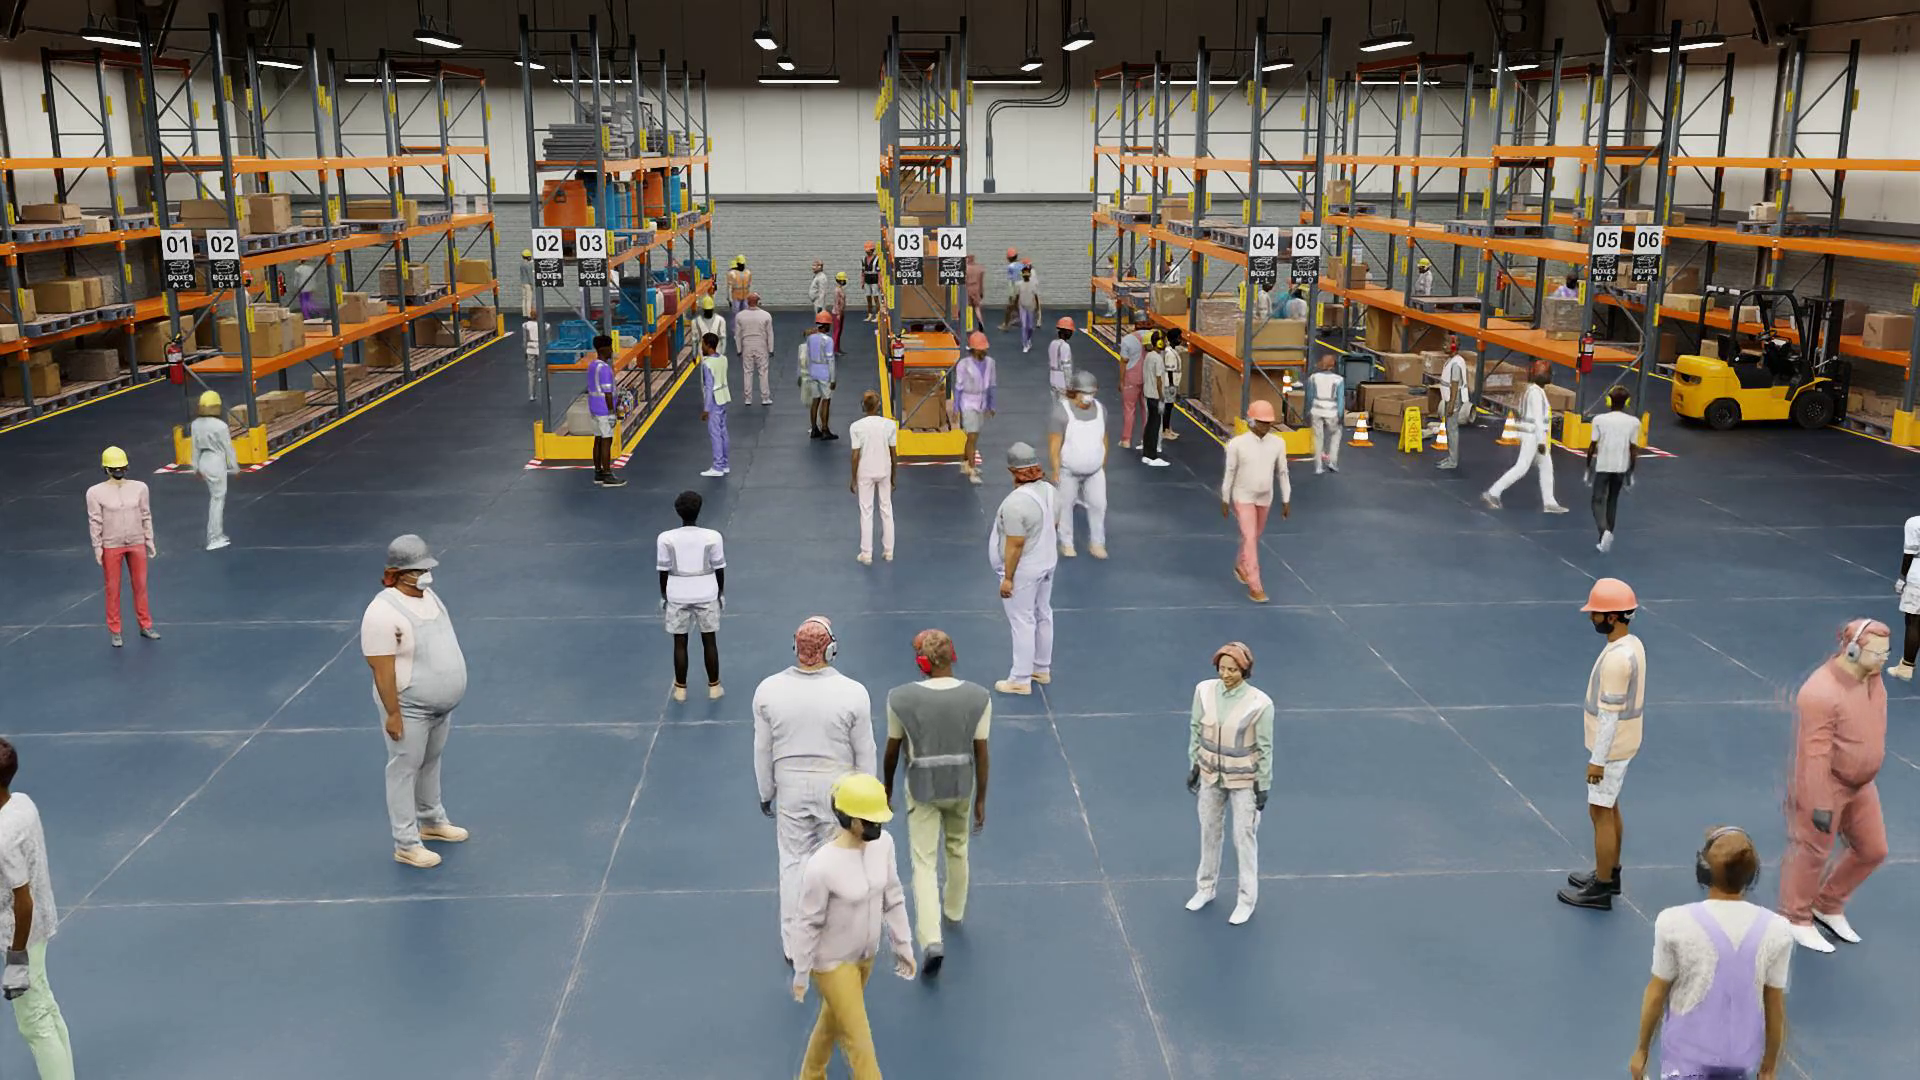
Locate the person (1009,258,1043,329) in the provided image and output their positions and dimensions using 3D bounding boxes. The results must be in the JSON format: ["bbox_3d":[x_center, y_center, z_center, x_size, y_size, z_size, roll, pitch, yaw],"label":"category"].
[{"bbox_3d":[1.618,-5.974,40.292,0.894,1.697,0.569,9,16,34],"label":"person"}]

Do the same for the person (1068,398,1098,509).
[{"bbox_3d":[1.506,-1.193,20.170,0.306,1.643,0.523,-12,18,-40],"label":"person"}]

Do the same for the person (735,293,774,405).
[{"bbox_3d":[-3.481,-3.247,28.309,0.651,1.906,0.403,0,13,2],"label":"person"}]

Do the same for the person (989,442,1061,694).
[{"bbox_3d":[0.490,0.213,13.364,0.536,2.000,0.681,9,16,33],"label":"person"}]

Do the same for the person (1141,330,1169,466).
[{"bbox_3d":[2.701,-1.956,22.932,0.310,1.864,0.533,-3,14,-12],"label":"person"}]

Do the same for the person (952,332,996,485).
[{"bbox_3d":[0.176,-1.758,21.865,0.676,1.998,0.767,-12,18,-41],"label":"person"}]

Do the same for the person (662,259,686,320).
[{"bbox_3d":[-6.919,-5.835,39.737,0.879,1.710,0.570,2,13,9],"label":"person"}]

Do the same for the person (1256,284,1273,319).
[{"bbox_3d":[5.720,-4.010,31.258,0.395,2.040,0.609,2,13,9],"label":"person"}]

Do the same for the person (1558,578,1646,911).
[{"bbox_3d":[3.716,1.165,9.593,0.390,1.925,0.549,7,15,28],"label":"person"}]

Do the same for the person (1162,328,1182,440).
[{"bbox_3d":[3.158,-2.339,24.933,0.319,1.690,0.540,2,13,9],"label":"person"}]

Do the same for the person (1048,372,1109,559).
[{"bbox_3d":[1.290,-0.791,17.616,0.702,2.000,0.724,-3,14,-14],"label":"person"}]

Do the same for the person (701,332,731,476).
[{"bbox_3d":[-3.267,-1.811,22.200,0.390,1.920,0.587,3,14,14],"label":"person"}]

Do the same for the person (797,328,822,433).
[{"bbox_3d":[-2.234,-2.480,25.673,0.552,1.617,0.554,8,16,31],"label":"person"}]

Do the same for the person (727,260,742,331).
[{"bbox_3d":[-5.359,-5.911,40.091,0.512,1.682,0.836,-1,13,-4],"label":"person"}]

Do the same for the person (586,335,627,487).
[{"bbox_3d":[-4.608,-1.678,21.532,0.368,1.967,0.600,-8,16,-32],"label":"person"}]

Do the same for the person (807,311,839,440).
[{"bbox_3d":[-2.042,-2.462,24.945,0.546,1.928,0.384,13,18,43],"label":"person"}]

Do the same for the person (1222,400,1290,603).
[{"bbox_3d":[2.884,-0.429,16.316,0.635,1.946,1.042,-4,14,-15],"label":"person"}]

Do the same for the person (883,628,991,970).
[{"bbox_3d":[-0.106,1.375,8.948,0.570,1.805,0.841,-3,14,-13],"label":"person"}]

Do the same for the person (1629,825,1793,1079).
[{"bbox_3d":[2.884,1.985,6.350,0.521,1.820,0.862,0,13,-1],"label":"person"}]

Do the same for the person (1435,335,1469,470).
[{"bbox_3d":[6.721,-1.876,22.667,0.388,1.837,0.560,2,13,9],"label":"person"}]

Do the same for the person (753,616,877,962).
[{"bbox_3d":[-0.759,1.336,8.895,0.652,1.906,0.405,2,13,8],"label":"person"}]

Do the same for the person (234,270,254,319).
[{"bbox_3d":[-13.900,-4.254,32.409,0.405,1.989,0.623,-10,16,-35],"label":"person"}]

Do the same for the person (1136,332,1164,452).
[{"bbox_3d":[2.744,-2.125,23.928,0.315,1.735,0.483,-4,14,-17],"label":"person"}]

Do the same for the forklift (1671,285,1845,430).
[{"bbox_3d":[12.503,-2.886,26.166,2.313,2.155,1.214,-1,13,-3],"label":"forklift"}]

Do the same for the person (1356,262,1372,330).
[{"bbox_3d":[9.687,-5.866,39.986,0.509,1.634,0.271,-10,16,-35],"label":"person"}]

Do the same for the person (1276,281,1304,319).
[{"bbox_3d":[6.770,-4.459,33.885,0.575,1.690,0.915,-3,14,-14],"label":"person"}]

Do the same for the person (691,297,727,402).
[{"bbox_3d":[-4.234,-3.179,28.090,0.583,1.890,0.937,-4,14,-16],"label":"person"}]

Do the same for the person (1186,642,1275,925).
[{"bbox_3d":[1.528,1.358,9.400,0.519,1.633,0.314,11,17,38],"label":"person"}]

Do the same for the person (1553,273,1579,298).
[{"bbox_3d":[12.352,-4.506,33.798,0.647,1.828,0.575,-2,13,-8],"label":"person"}]

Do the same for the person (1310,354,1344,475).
[{"bbox_3d":[4.930,-1.687,22.306,0.509,1.618,0.501,8,16,31],"label":"person"}]

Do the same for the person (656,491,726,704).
[{"bbox_3d":[-2.105,0.450,13.092,0.540,1.697,0.317,-2,13,-8],"label":"person"}]

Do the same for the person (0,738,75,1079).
[{"bbox_3d":[-4.107,1.744,7.248,0.310,1.868,0.532,-6,15,-24],"label":"person"}]

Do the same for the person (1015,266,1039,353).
[{"bbox_3d":[1.430,-4.964,35.708,0.532,1.853,0.628,0,13,-2],"label":"person"}]

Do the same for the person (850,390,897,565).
[{"bbox_3d":[-0.910,-0.654,17.465,0.505,1.842,0.345,-5,14,-18],"label":"person"}]

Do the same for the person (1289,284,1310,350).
[{"bbox_3d":[7.287,-4.858,35.644,0.602,1.655,0.702,5,14,20],"label":"person"}]

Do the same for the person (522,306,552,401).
[{"bbox_3d":[-7.303,-3.220,28.792,0.509,1.629,0.317,0,13,0],"label":"person"}]

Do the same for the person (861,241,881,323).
[{"bbox_3d":[-2.233,-6.457,41.656,0.612,2.030,0.410,9,16,34],"label":"person"}]

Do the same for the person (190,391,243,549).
[{"bbox_3d":[-8.135,-0.776,18.249,0.494,1.725,0.583,6,15,24],"label":"person"}]

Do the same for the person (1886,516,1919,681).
[{"bbox_3d":[7.935,0.325,13.627,0.536,1.696,0.318,-1,13,-5],"label":"person"}]

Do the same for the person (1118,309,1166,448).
[{"bbox_3d":[2.618,-2.364,24.283,0.686,2.000,0.536,-4,14,-17],"label":"person"}]

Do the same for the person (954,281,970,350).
[{"bbox_3d":[0.040,-4.956,36.137,0.283,1.633,0.497,-9,16,-35],"label":"person"}]

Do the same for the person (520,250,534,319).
[{"bbox_3d":[-11.033,-6.528,42.514,0.321,1.766,0.535,-11,17,-38],"label":"person"}]

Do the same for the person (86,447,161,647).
[{"bbox_3d":[-7.364,0.048,14.653,0.310,1.769,0.525,13,18,43],"label":"person"}]

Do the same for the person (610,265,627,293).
[{"bbox_3d":[-7.800,-5.494,37.882,0.572,1.883,0.354,-11,17,-40],"label":"person"}]

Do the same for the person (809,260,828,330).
[{"bbox_3d":[-3.106,-5.175,36.468,0.409,1.913,0.651,-2,13,-10],"label":"person"}]

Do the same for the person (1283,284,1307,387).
[{"bbox_3d":[6.215,-3.776,30.620,0.415,1.879,0.762,-6,15,-24],"label":"person"}]

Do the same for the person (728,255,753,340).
[{"bbox_3d":[-5.003,-5.533,38.029,0.642,1.919,0.498,-8,15,-31],"label":"person"}]

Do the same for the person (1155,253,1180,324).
[{"bbox_3d":[4.932,-5.897,39.589,0.576,1.882,0.355,1,13,5],"label":"person"}]

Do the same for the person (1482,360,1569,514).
[{"bbox_3d":[6.827,-1.235,19.939,0.945,1.853,0.576,7,15,26],"label":"person"}]

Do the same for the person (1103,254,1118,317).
[{"bbox_3d":[3.906,-6.553,42.909,0.533,1.635,0.432,-12,18,-42],"label":"person"}]

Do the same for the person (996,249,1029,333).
[{"bbox_3d":[1.356,-5.891,39.367,0.656,1.986,0.994,-12,18,-42],"label":"person"}]

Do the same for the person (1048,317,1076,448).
[{"bbox_3d":[1.492,-2.259,24.081,0.375,1.927,0.543,-5,14,-22],"label":"person"}]

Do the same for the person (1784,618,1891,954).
[{"bbox_3d":[4.749,1.332,8.965,0.671,1.887,0.483,-7,15,-29],"label":"person"}]

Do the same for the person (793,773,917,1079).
[{"bbox_3d":[-0.413,1.829,7.208,0.910,1.708,0.530,10,16,35],"label":"person"}]

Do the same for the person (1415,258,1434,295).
[{"bbox_3d":[10.712,-5.588,38.417,0.404,1.823,0.591,0,13,-1],"label":"person"}]

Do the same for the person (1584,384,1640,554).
[{"bbox_3d":[6.972,-0.736,17.797,0.531,1.853,0.623,2,13,7],"label":"person"}]

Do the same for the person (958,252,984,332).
[{"bbox_3d":[0.257,-5.856,39.412,0.660,1.885,0.461,-6,14,-22],"label":"person"}]

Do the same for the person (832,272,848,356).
[{"bbox_3d":[-2.516,-4.768,35.083,0.350,1.758,0.522,2,13,9],"label":"person"}]

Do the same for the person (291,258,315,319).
[{"bbox_3d":[-16.378,-6.246,41.374,0.434,1.736,0.574,6,14,23],"label":"person"}]

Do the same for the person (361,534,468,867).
[{"bbox_3d":[-3.291,0.958,10.208,0.535,2.000,0.674,3,14,11],"label":"person"}]
